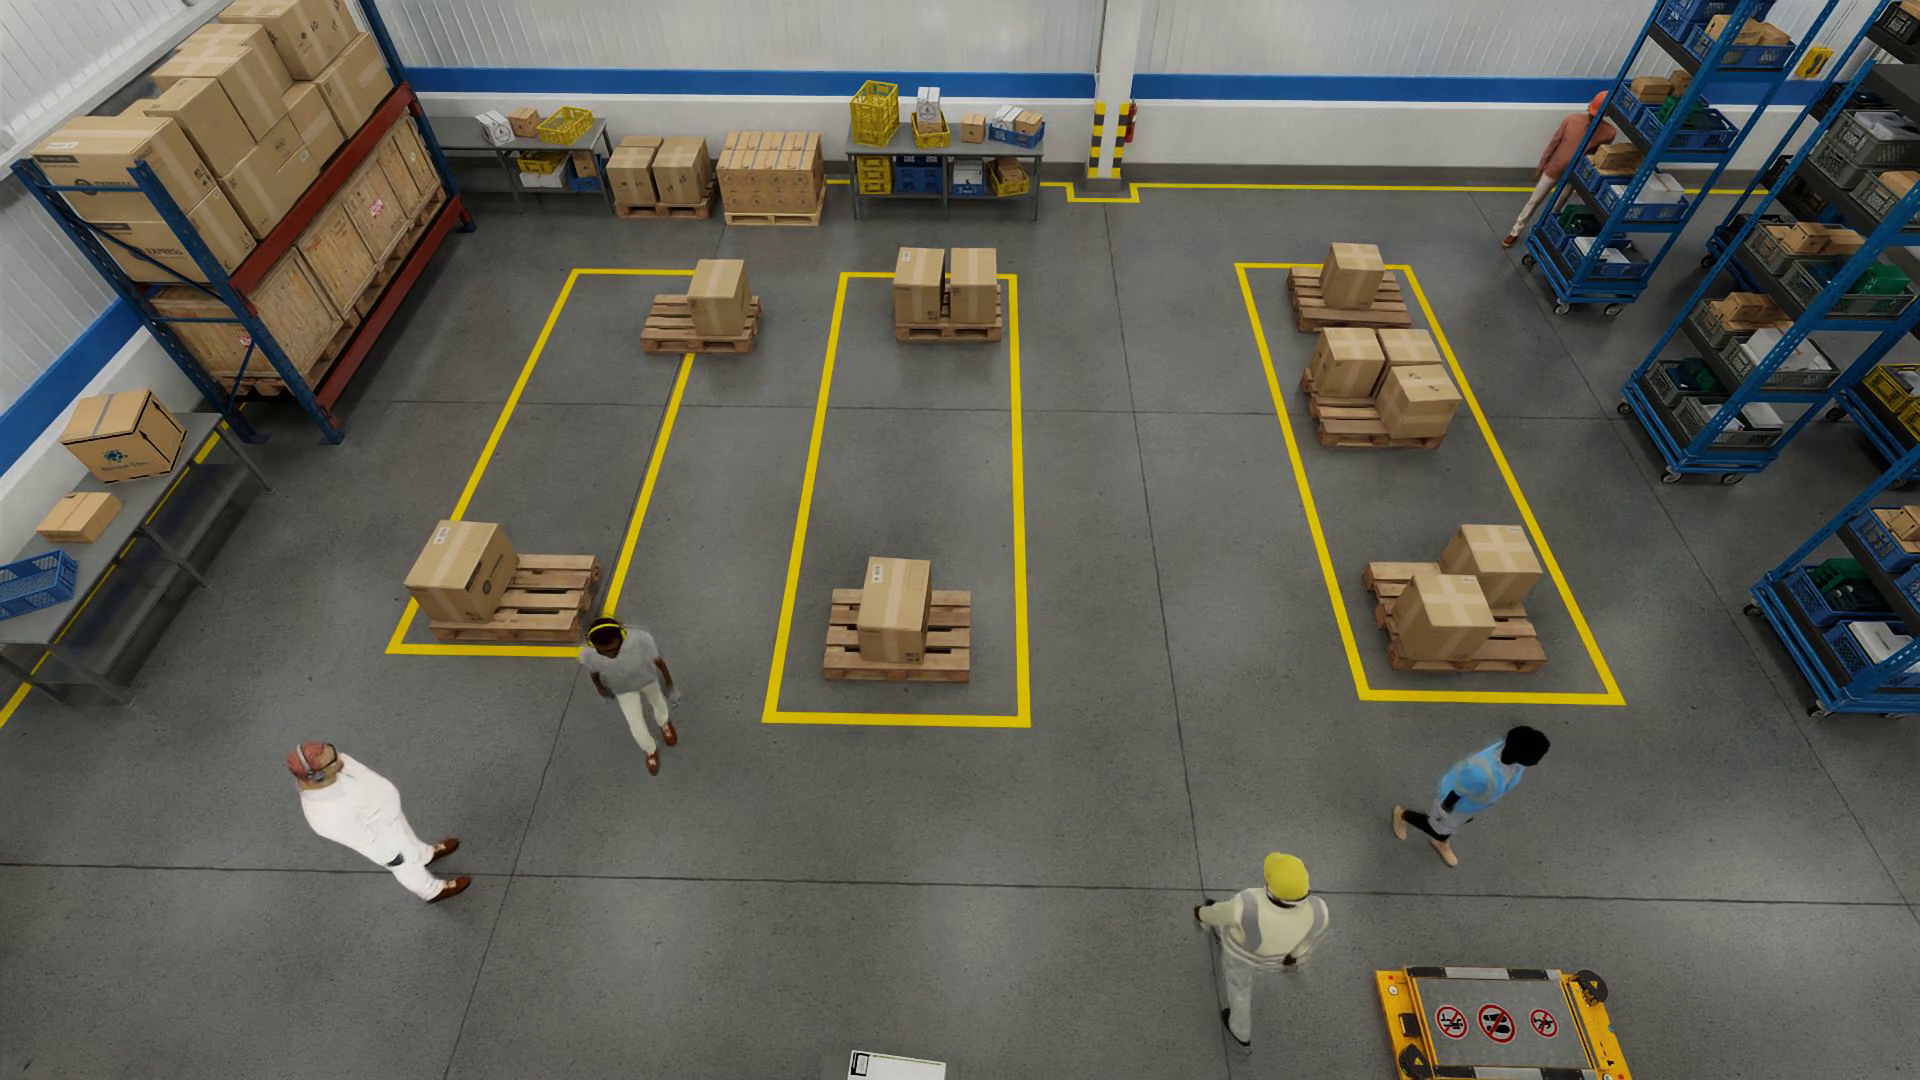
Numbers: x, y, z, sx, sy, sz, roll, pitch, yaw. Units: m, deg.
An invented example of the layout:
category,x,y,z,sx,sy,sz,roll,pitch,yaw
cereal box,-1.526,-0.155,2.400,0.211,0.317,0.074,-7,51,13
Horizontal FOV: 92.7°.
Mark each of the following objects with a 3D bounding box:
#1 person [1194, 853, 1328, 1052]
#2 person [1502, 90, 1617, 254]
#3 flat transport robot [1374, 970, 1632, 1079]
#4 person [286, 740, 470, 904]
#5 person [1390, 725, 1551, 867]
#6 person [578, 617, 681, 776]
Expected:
category,x,y,z,sx,sy,sz,roll,pitch,yaw
person,1.788,2.421,5.534,0.592,1.787,0.962,-6,51,-5
person,7.189,-4.358,10.922,0.611,1.987,0.392,29,57,22
flat transport robot,3.501,3.133,5.914,1.431,0.197,0.652,1,51,1
person,-3.768,1.815,5.949,0.400,1.901,0.645,-26,56,-20
person,3.436,1.711,6.159,0.570,1.688,0.469,-21,54,-16
person,-2.316,1.080,6.587,0.512,1.836,0.637,-23,54,-18
